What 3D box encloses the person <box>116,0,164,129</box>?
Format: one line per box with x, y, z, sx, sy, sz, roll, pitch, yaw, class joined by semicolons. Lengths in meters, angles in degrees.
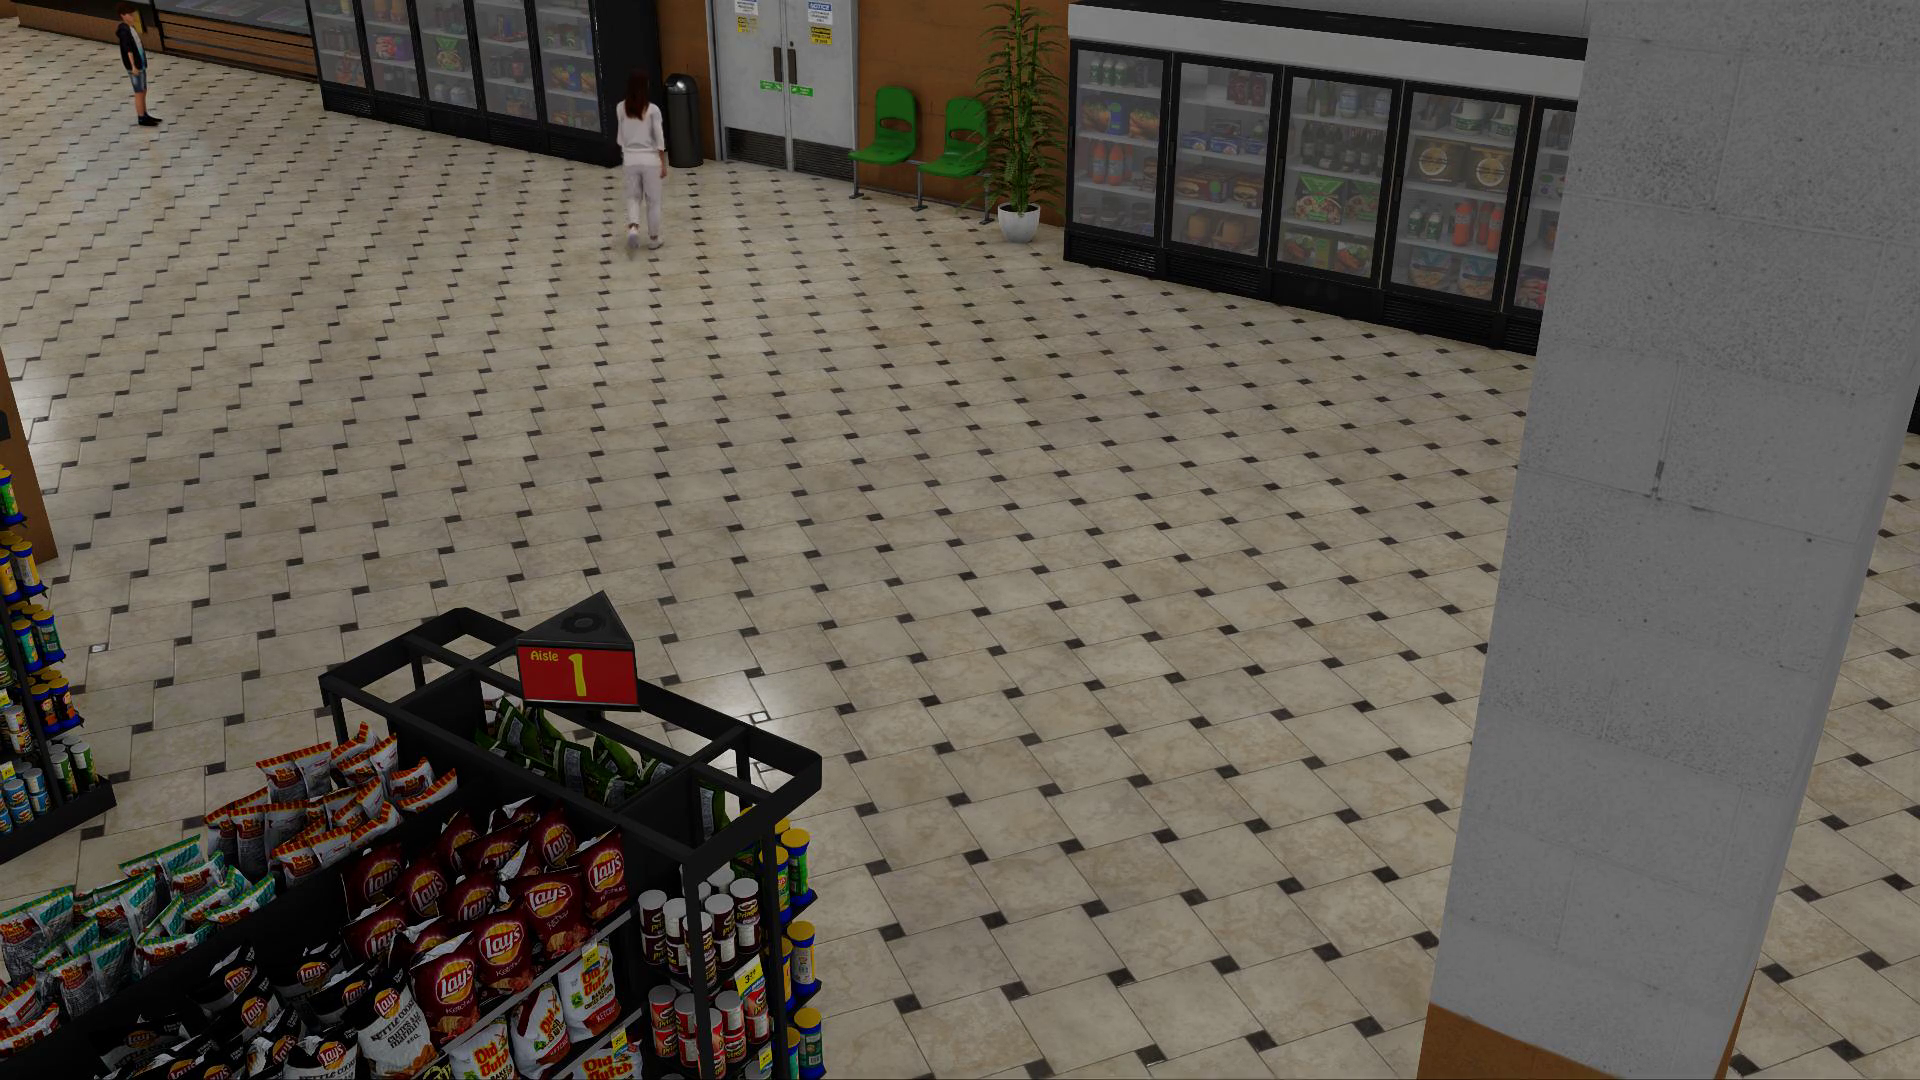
-9.907;-5.716;19.994;0.674;1.447;0.617;-5;27;-10;person

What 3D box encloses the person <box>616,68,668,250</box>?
-2.946;-3.466;15.300;0.816;1.680;0.941;4;27;7;person
